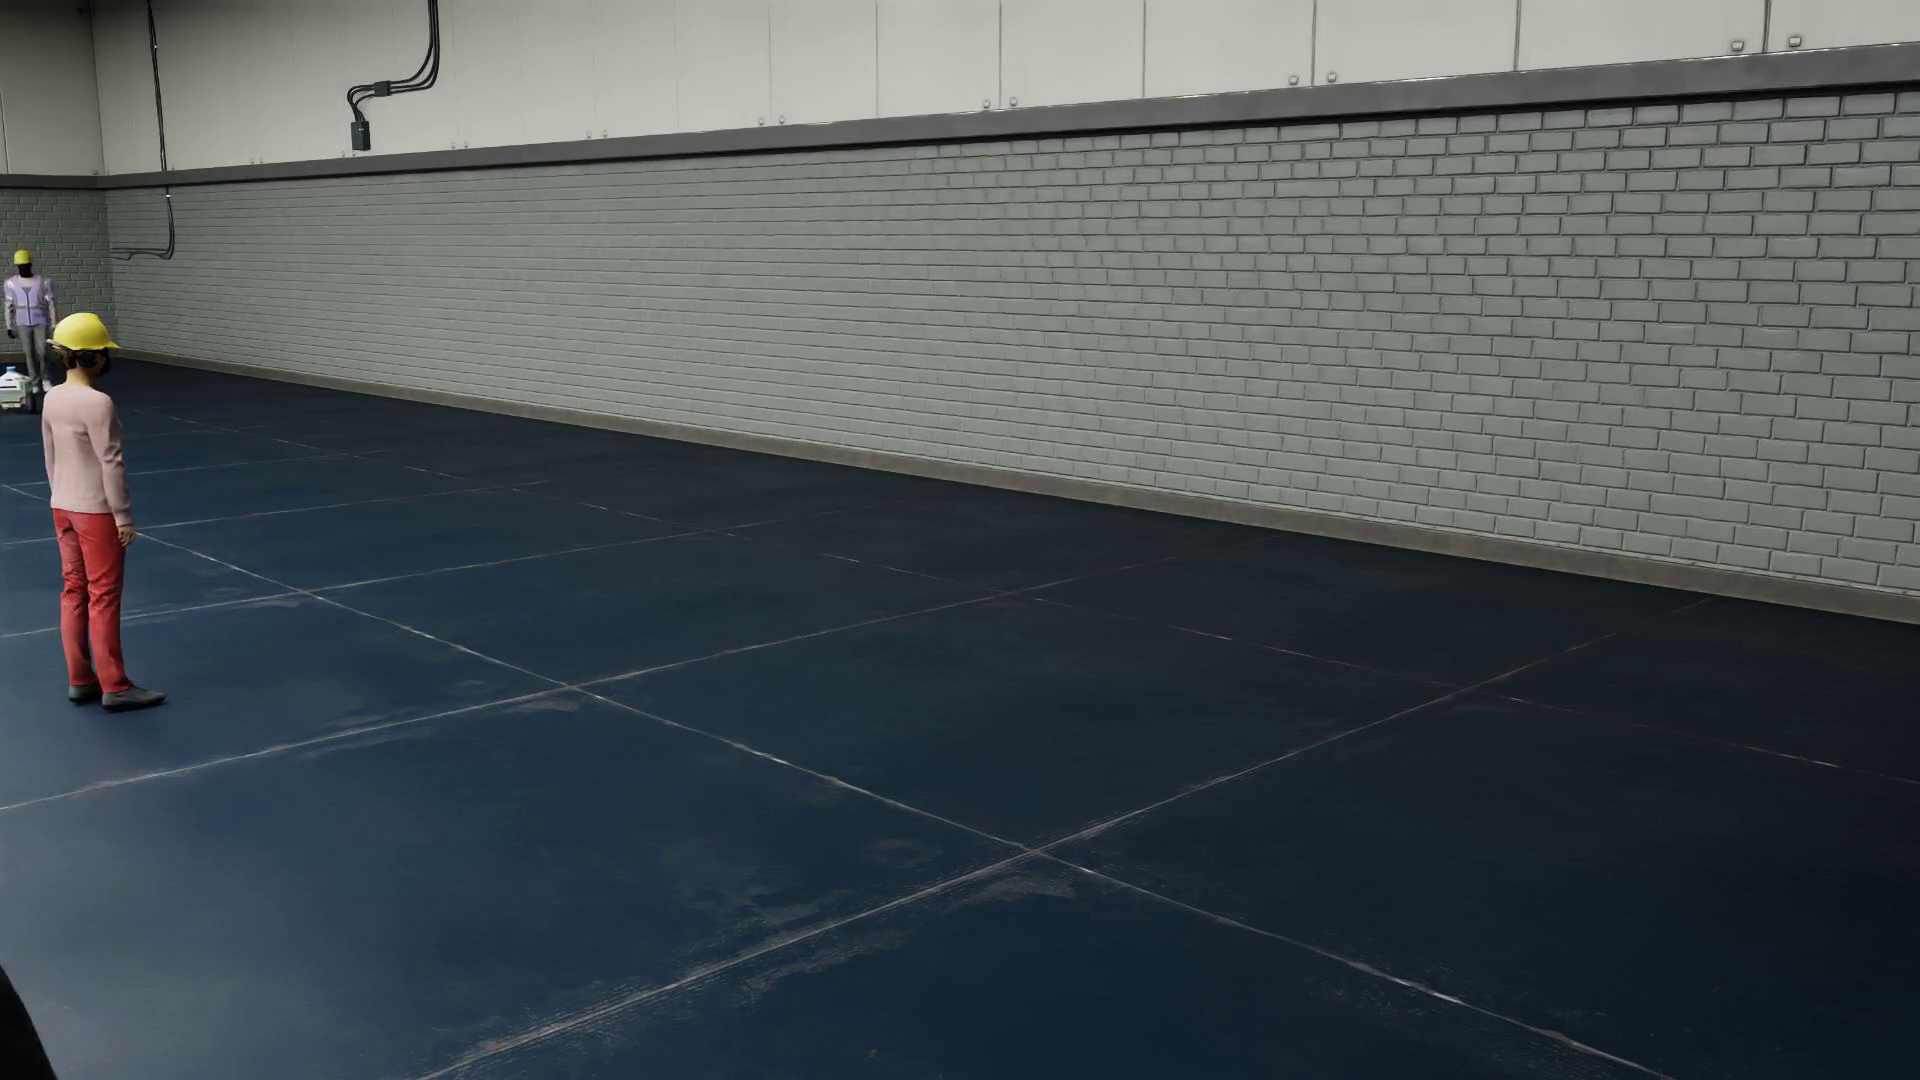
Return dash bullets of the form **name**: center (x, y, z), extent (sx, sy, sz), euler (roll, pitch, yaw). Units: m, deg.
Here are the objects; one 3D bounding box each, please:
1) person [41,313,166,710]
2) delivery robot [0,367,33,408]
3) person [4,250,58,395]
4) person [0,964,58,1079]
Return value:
- **person**: center (-3.883, -0.127, 7.467), extent (0.523, 1.769, 0.324), euler (7, 13, 35)
- **delivery robot**: center (-11.340, -1.829, 19.914), extent (0.477, 0.478, 0.707), euler (-4, 11, -21)
- **person**: center (-12.353, -2.890, 22.120), extent (0.619, 1.911, 0.425), euler (-3, 11, -16)
- **person**: center (-1.784, 0.727, 2.698), extent (0.874, 1.820, 0.518), euler (-5, 12, -25)
